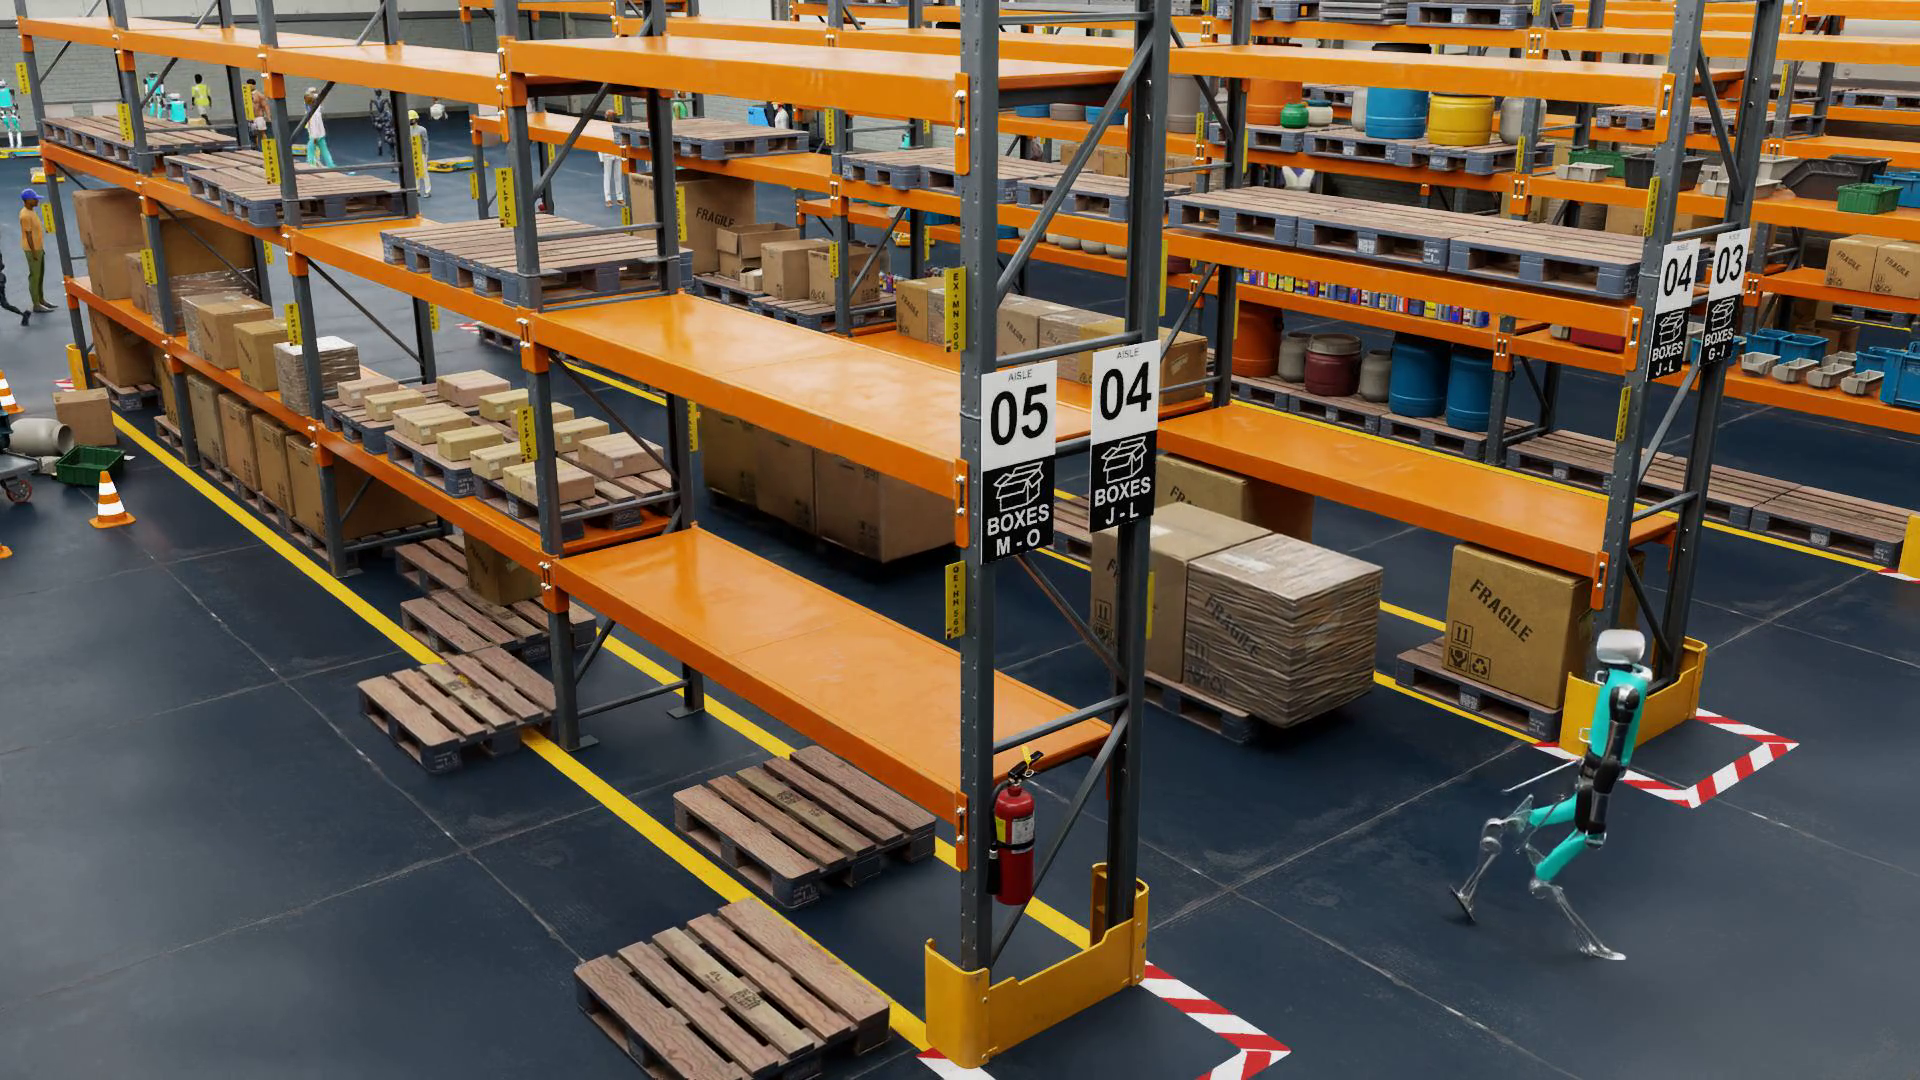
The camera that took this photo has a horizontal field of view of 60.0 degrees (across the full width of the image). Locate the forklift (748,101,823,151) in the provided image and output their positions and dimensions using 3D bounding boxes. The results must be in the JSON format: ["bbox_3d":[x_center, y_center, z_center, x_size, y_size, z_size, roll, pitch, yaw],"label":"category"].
[{"bbox_3d":[-4.526,-11.368,42.374,1.129,2.768,1.873,-15,24,-37],"label":"forklift"}]

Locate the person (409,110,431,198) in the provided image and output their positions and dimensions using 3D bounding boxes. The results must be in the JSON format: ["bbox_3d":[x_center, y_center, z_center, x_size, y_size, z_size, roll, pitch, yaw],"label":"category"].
[{"bbox_3d":[-11.209,-7.959,34.329,0.533,1.767,0.317,6,20,17],"label":"person"}]

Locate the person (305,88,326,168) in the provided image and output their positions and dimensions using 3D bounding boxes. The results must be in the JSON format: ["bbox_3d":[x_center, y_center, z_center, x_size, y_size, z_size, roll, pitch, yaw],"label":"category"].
[{"bbox_3d":[-14.985,-9.529,38.609,0.388,1.891,0.534,-1,19,-2],"label":"person"}]

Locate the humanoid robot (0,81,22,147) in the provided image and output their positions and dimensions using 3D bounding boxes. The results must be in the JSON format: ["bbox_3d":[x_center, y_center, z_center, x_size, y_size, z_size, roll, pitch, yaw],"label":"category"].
[{"bbox_3d":[-24.319,-10.843,42.572,0.533,1.794,0.691,-6,20,-16],"label":"humanoid robot"}]

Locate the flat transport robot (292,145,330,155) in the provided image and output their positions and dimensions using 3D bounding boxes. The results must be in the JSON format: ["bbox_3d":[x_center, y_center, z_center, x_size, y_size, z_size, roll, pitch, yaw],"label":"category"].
[{"bbox_3d":[-16.674,-9.787,41.790,1.431,0.231,0.659,2,19,7],"label":"flat transport robot"}]

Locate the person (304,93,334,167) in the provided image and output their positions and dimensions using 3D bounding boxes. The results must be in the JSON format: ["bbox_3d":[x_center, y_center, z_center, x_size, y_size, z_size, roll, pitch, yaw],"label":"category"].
[{"bbox_3d":[-14.479,-9.010,37.160,0.936,1.871,0.514,1,19,2],"label":"person"}]

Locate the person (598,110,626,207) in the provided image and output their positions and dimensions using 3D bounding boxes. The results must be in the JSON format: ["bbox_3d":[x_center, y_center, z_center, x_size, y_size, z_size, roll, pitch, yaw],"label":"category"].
[{"bbox_3d":[-6.930,-7.619,33.185,0.573,1.884,0.356,-13,23,-33],"label":"person"}]

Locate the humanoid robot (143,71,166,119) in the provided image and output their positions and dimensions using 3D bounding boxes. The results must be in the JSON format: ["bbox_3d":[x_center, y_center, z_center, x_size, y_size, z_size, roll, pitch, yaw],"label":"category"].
[{"bbox_3d":[-22.199,-11.965,45.823,0.532,1.829,0.665,-2,19,-7],"label":"humanoid robot"}]

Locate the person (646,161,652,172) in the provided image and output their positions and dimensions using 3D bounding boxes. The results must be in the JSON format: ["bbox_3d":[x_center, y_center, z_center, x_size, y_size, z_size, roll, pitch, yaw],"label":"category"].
[{"bbox_3d":[-6.072,-7.590,33.332,0.471,1.735,0.324,-5,20,-13],"label":"person"}]

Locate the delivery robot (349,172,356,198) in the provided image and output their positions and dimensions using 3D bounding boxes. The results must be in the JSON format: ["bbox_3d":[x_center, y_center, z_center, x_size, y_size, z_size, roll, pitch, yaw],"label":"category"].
[{"bbox_3d":[-12.402,-7.237,34.117,0.499,0.605,0.799,7,21,19],"label":"delivery robot"}]

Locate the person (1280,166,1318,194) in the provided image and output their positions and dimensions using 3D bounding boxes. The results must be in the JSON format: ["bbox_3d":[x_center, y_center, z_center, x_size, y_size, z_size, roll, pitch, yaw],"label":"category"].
[{"bbox_3d":[5.579,-5.547,27.400,0.655,1.812,0.745,3,20,10],"label":"person"}]

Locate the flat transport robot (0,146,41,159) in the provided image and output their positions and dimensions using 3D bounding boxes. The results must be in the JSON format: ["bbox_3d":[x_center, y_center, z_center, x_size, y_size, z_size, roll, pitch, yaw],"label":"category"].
[{"bbox_3d":[-23.259,-9.656,41.416,1.431,0.231,0.659,-10,22,-27],"label":"flat transport robot"}]

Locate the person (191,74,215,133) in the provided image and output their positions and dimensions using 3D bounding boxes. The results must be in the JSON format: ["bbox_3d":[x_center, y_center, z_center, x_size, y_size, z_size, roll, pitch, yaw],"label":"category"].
[{"bbox_3d":[-21.161,-12.170,46.475,0.864,1.653,0.537,13,23,32],"label":"person"}]

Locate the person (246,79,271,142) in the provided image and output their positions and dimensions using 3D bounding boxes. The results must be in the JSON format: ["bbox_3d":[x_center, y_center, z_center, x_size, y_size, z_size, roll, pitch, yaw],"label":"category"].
[{"bbox_3d":[-17.769,-10.708,42.017,0.789,1.856,0.403,1,19,4],"label":"person"}]

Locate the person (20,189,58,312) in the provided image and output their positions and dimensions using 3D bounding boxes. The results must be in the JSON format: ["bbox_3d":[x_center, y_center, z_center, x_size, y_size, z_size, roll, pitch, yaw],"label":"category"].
[{"bbox_3d":[-12.927,-4.061,23.323,0.387,1.711,0.440,-5,20,-15],"label":"person"}]

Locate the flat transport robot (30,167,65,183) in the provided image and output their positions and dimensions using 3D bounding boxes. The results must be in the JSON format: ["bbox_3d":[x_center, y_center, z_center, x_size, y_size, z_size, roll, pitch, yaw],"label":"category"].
[{"bbox_3d":[-20.421,-8.183,37.224,0.659,0.231,1.431,-10,22,-26],"label":"flat transport robot"}]

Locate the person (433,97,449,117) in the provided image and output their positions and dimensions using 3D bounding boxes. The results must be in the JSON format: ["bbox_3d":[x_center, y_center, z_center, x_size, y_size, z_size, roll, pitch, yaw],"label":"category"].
[{"bbox_3d":[-16.200,-14.060,51.525,0.511,1.877,0.386,16,25,38],"label":"person"}]

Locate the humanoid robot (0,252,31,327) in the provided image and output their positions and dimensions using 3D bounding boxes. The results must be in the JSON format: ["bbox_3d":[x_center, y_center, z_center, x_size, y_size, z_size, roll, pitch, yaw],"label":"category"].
[{"bbox_3d":[-12.815,-3.584,22.060,0.603,1.637,0.681,8,21,22],"label":"humanoid robot"}]

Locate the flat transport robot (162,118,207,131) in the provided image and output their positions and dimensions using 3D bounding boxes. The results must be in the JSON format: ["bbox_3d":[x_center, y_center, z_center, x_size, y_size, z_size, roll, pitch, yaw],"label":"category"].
[{"bbox_3d":[-19.259,-9.646,41.388,0.659,0.231,1.431,2,19,5],"label":"flat transport robot"}]

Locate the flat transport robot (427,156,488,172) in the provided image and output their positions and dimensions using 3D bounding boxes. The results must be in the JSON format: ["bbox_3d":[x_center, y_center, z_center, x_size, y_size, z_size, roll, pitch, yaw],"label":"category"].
[{"bbox_3d":[-11.838,-8.812,39.015,0.659,0.231,1.431,11,22,28],"label":"flat transport robot"}]

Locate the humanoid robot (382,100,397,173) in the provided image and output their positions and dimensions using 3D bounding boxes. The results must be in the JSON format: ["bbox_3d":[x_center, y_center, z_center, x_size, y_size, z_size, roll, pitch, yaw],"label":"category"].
[{"bbox_3d":[-12.996,-9.280,38.212,0.591,1.658,0.329,4,20,12],"label":"humanoid robot"}]

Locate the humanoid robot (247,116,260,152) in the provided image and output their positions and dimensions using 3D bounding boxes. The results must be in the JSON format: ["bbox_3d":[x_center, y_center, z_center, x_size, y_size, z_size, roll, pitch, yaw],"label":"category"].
[{"bbox_3d":[-15.029,-8.223,35.260,0.722,1.634,0.608,-2,19,-6],"label":"humanoid robot"}]

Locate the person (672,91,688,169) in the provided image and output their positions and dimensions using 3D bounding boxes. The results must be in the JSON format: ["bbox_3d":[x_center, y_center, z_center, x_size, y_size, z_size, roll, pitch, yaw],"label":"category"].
[{"bbox_3d":[-6.402,-9.425,38.186,0.402,1.978,0.483,3,20,9],"label":"person"}]

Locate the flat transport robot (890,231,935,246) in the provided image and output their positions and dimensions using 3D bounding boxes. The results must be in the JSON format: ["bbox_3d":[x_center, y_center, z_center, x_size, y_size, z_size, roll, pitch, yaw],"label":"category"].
[{"bbox_3d":[-0.869,-5.378,29.240,0.659,0.231,1.431,-3,20,-9],"label":"flat transport robot"}]

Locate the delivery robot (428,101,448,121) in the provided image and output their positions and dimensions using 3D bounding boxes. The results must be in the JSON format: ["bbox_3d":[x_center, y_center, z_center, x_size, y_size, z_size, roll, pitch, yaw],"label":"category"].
[{"bbox_3d":[-15.880,-13.030,50.597,0.523,0.600,0.771,-3,20,-9],"label":"delivery robot"}]

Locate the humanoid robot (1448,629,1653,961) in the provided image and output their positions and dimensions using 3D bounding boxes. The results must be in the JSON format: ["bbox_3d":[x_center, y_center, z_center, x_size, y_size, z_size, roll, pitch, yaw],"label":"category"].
[{"bbox_3d":[2.856,1.242,8.239,0.990,1.774,0.532,7,21,20],"label":"humanoid robot"}]

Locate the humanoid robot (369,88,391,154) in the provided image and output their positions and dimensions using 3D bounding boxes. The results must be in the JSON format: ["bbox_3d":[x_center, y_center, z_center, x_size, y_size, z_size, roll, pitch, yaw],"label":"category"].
[{"bbox_3d":[-14.500,-10.517,41.750,0.589,1.632,0.548,-3,20,-9],"label":"humanoid robot"}]

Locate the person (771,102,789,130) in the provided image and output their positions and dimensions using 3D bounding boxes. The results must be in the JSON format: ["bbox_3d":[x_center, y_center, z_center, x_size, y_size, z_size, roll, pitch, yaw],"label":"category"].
[{"bbox_3d":[-3.902,-8.746,36.391,0.384,1.891,0.559,-6,20,-16],"label":"person"}]

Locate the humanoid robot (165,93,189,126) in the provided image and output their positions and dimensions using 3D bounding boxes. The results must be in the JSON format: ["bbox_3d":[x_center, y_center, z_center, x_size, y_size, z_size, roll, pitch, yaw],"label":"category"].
[{"bbox_3d":[-18.519,-9.579,39.020,0.945,1.769,0.545,11,22,28],"label":"humanoid robot"}]

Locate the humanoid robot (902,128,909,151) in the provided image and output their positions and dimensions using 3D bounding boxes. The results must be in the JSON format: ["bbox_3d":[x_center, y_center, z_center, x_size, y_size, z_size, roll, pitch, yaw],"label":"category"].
[{"bbox_3d":[-1.171,-6.906,31.502,0.843,1.825,0.542,-11,22,-29],"label":"humanoid robot"}]

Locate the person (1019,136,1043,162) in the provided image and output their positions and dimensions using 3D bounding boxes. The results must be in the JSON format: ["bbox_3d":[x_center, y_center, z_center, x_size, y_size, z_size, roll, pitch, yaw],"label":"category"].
[{"bbox_3d":[1.304,-6.616,30.523,0.542,1.757,0.414,-9,21,-24],"label":"person"}]
